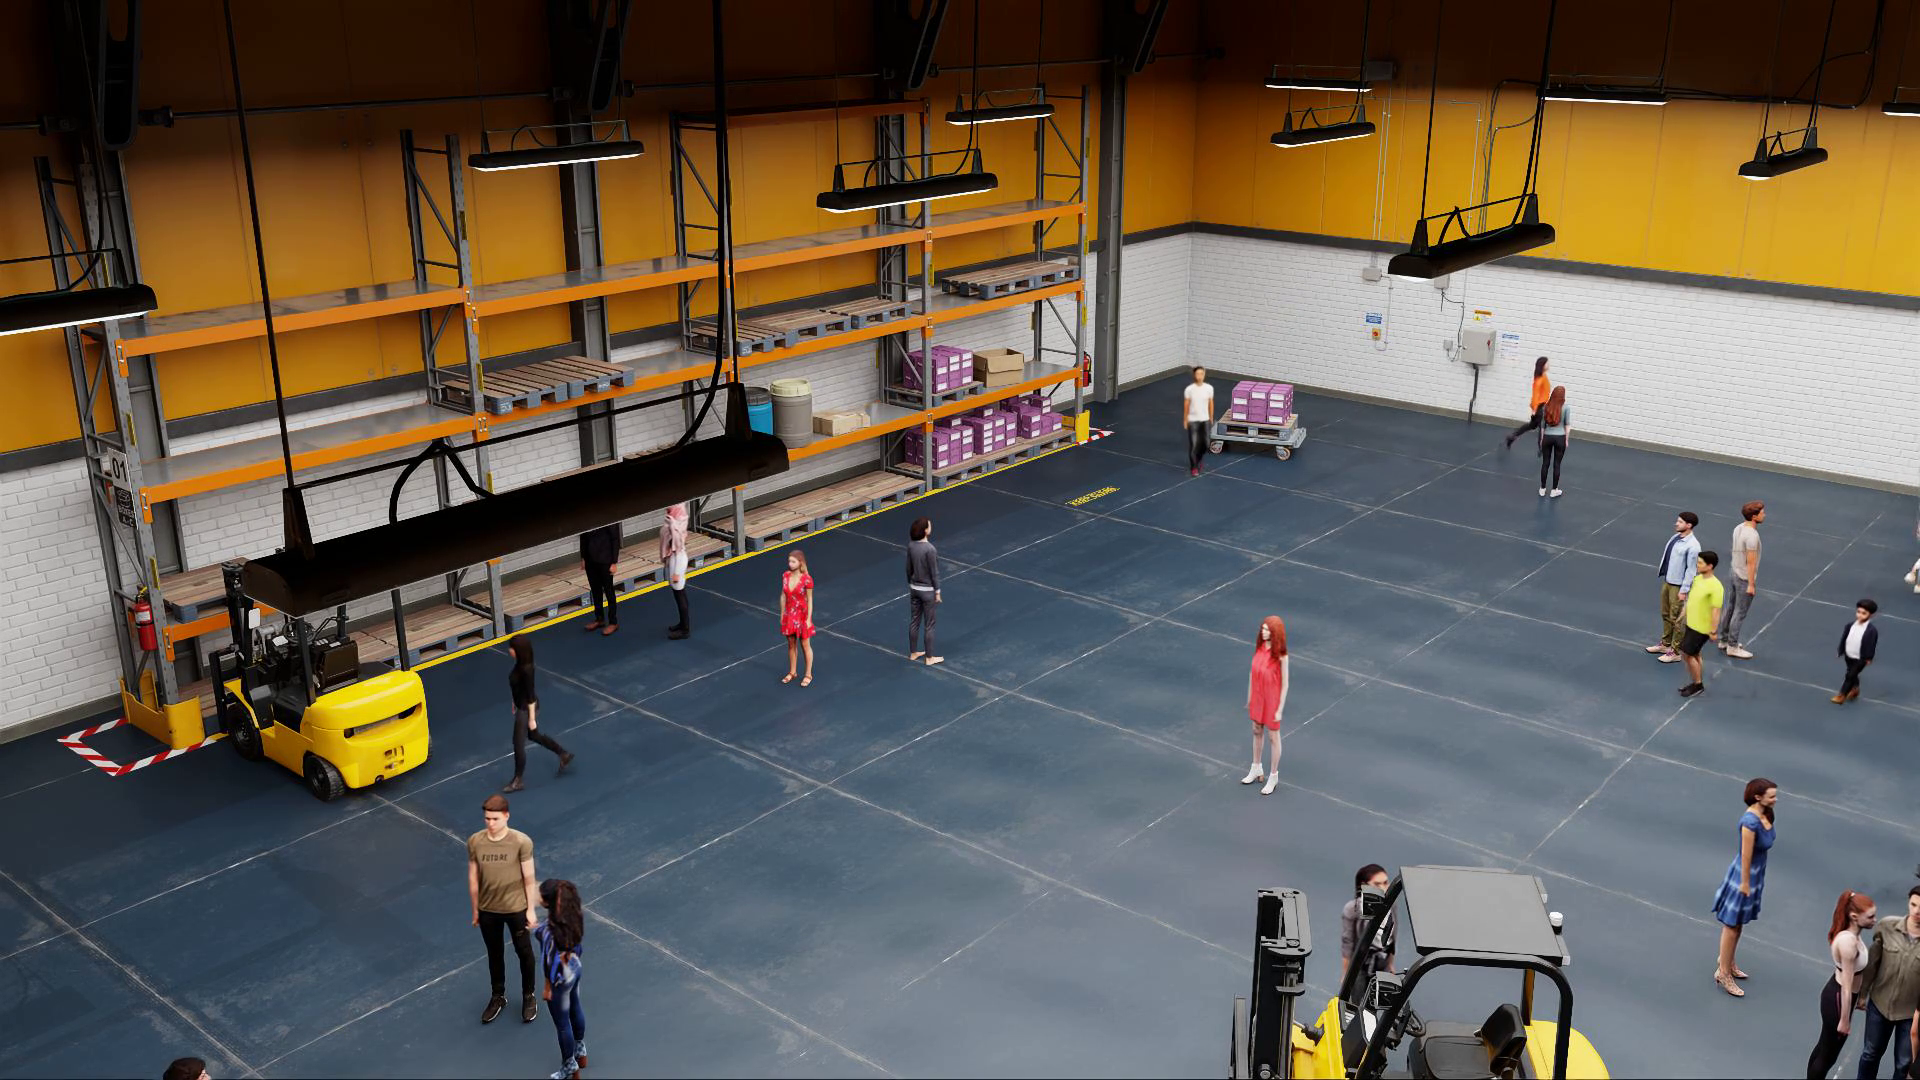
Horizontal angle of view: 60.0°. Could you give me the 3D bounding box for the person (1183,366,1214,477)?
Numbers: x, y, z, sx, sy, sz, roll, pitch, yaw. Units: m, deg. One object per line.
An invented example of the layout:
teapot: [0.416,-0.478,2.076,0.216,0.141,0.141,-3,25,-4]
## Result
person: [3.829,-1.936,26.824,0.816,1.793,0.875,-2,19,-5]

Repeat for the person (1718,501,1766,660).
person: [9.229,0.438,19.610,0.796,1.899,0.702,1,19,4]

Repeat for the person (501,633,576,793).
person: [-4.208,1.661,16.409,1.068,1.623,0.891,-7,20,-20]

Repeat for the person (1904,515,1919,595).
person: [12.523,-0.106,21.532,0.793,1.702,0.726,0,19,-1]

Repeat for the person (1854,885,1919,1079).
person: [6.475,3.204,11.449,0.716,1.865,0.602,18,25,42]

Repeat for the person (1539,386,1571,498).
person: [9.182,-1.532,25.703,0.602,1.743,0.579,11,22,30]

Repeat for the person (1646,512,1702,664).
person: [8.401,0.531,19.470,0.810,1.812,0.741,-1,19,-3]

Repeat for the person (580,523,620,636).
person: [-4.388,0.220,20.282,0.746,1.882,0.623,10,21,27]

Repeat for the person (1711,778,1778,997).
person: [6.181,2.693,13.060,0.753,1.805,0.550,12,22,31]

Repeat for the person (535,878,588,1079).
person: [-2.869,3.150,12.000,0.751,1.616,0.637,4,19,12]

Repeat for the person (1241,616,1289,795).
person: [3.016,1.593,16.292,0.608,1.827,0.649,-12,22,-31]

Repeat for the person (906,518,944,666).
person: [-0.426,0.580,19.392,0.607,1.768,0.501,15,24,38]

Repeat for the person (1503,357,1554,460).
person: [9.562,-2.211,27.748,0.888,1.725,1.080,8,20,22]

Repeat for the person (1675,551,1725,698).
person: [8.285,0.928,18.475,0.816,1.694,0.748,-1,19,-2]

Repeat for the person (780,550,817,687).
person: [-1.831,0.865,18.820,0.622,1.593,0.616,9,20,24]

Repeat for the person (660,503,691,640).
person: [-3.413,0.316,20.121,0.787,1.803,0.722,-1,19,-3]

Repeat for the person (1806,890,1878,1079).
person: [6.110,3.229,11.568,0.682,1.742,0.507,10,21,28]

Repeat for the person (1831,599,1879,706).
person: [9.930,1.227,18.366,0.874,1.197,0.670,-10,21,-28]

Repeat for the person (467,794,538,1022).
person: [-3.477,2.789,12.702,0.747,1.852,0.788,0,19,0]

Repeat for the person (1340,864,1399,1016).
person: [2.941,3.099,12.054,0.672,1.678,0.774,-8,20,-22]
